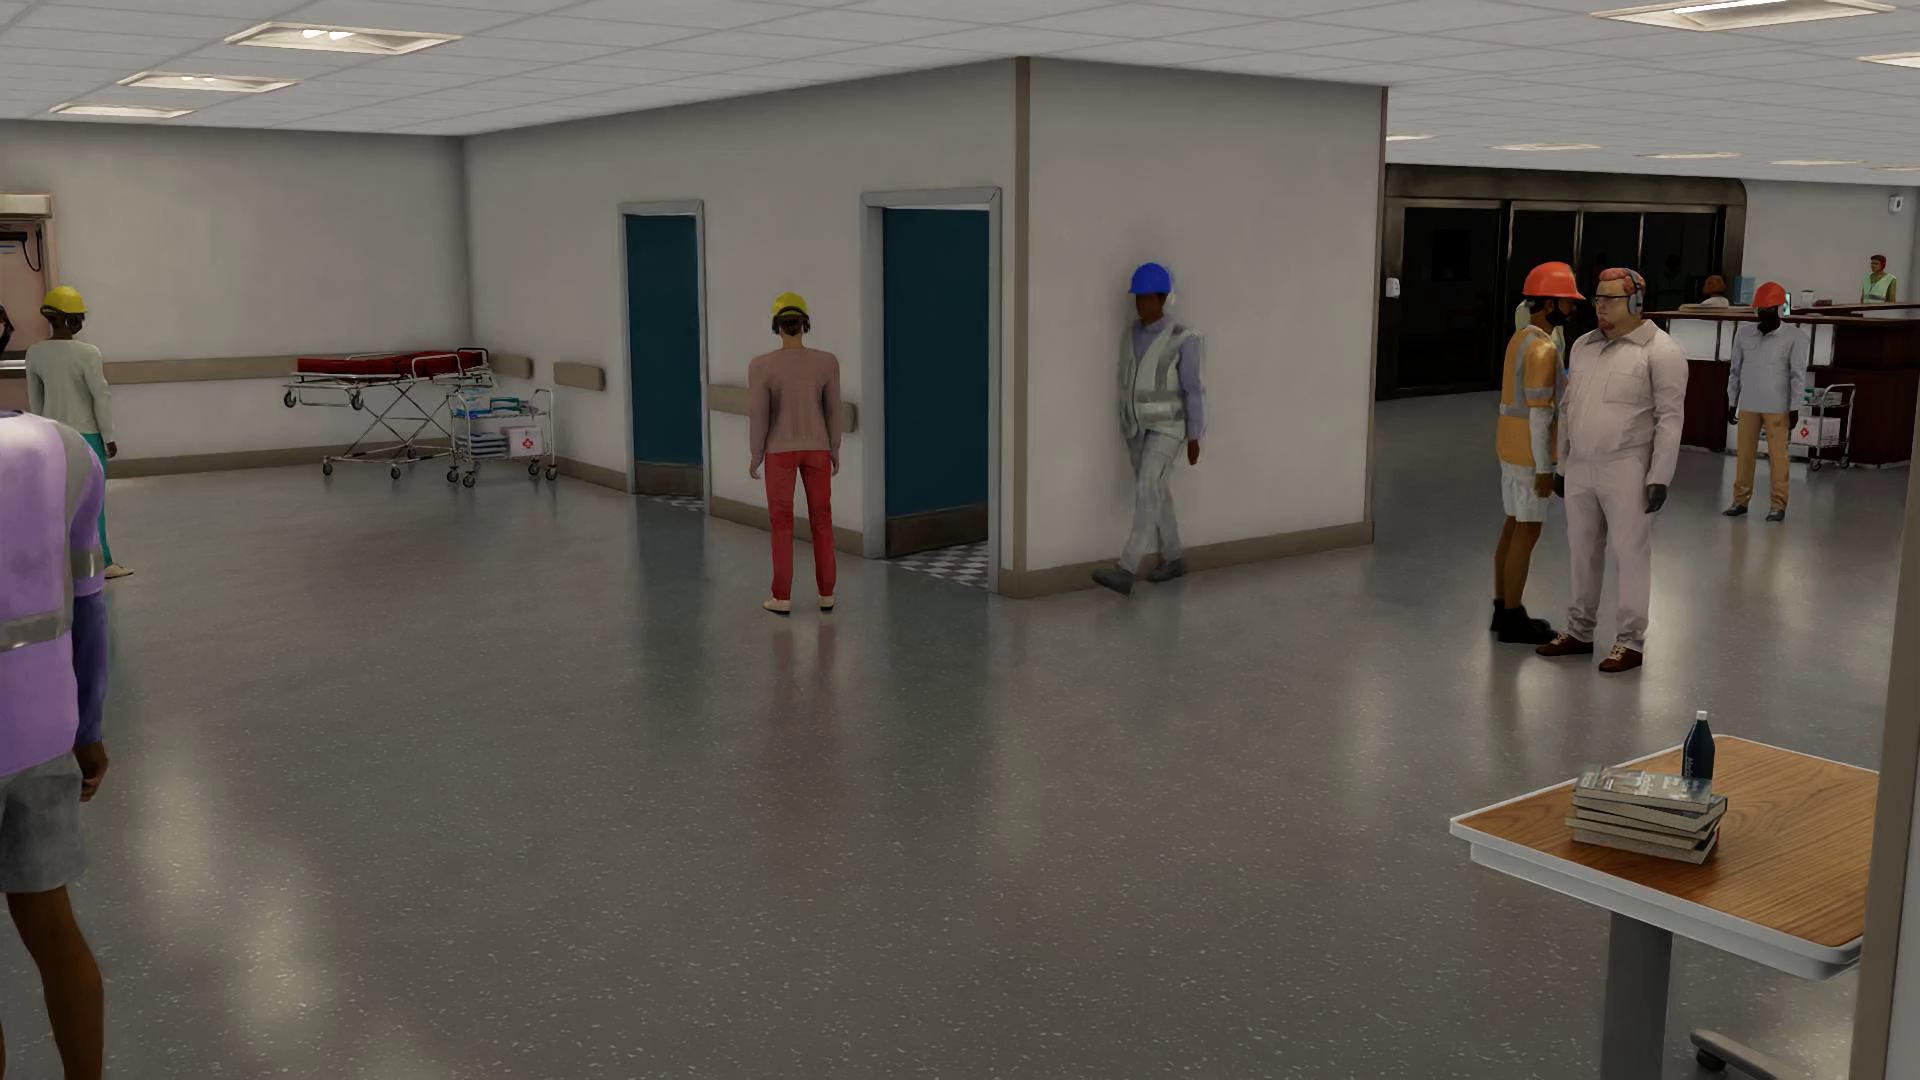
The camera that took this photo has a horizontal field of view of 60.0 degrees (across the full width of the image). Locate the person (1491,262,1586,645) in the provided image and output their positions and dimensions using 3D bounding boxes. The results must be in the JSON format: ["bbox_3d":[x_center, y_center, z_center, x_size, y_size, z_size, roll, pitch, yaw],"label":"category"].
[{"bbox_3d":[2.927,-0.436,8.451,0.383,1.933,0.547,1,10,7],"label":"person"}]

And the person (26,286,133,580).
[{"bbox_3d":[-5.313,-0.631,9.991,0.525,1.769,0.311,2,10,11],"label":"person"}]

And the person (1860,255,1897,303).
[{"bbox_3d":[14.119,-3.463,25.632,0.373,1.843,0.570,-4,11,-21],"label":"person"}]

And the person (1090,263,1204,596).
[{"bbox_3d":[1.055,-0.639,9.649,1.021,1.895,0.610,-9,14,-42],"label":"person"}]

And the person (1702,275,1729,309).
[{"bbox_3d":[9.168,-2.401,20.278,0.503,1.632,0.271,-7,12,-35],"label":"person"}]

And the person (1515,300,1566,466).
[{"bbox_3d":[5.252,-1.567,15.054,0.602,1.828,0.404,-9,13,-41],"label":"person"}]

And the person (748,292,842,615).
[{"bbox_3d":[-0.904,-0.470,9.112,0.524,1.759,0.328,-4,11,-19],"label":"person"}]

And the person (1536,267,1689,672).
[{"bbox_3d":[3.089,-0.334,7.931,0.408,1.906,0.653,-6,12,-29],"label":"person"}]

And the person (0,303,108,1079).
[{"bbox_3d":[-2.034,0.412,3.425,0.407,2.029,0.613,3,11,17],"label":"person"}]

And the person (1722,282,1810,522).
[{"bbox_3d":[5.873,-1.006,12.160,0.361,1.742,0.563,-8,13,-37],"label":"person"}]
